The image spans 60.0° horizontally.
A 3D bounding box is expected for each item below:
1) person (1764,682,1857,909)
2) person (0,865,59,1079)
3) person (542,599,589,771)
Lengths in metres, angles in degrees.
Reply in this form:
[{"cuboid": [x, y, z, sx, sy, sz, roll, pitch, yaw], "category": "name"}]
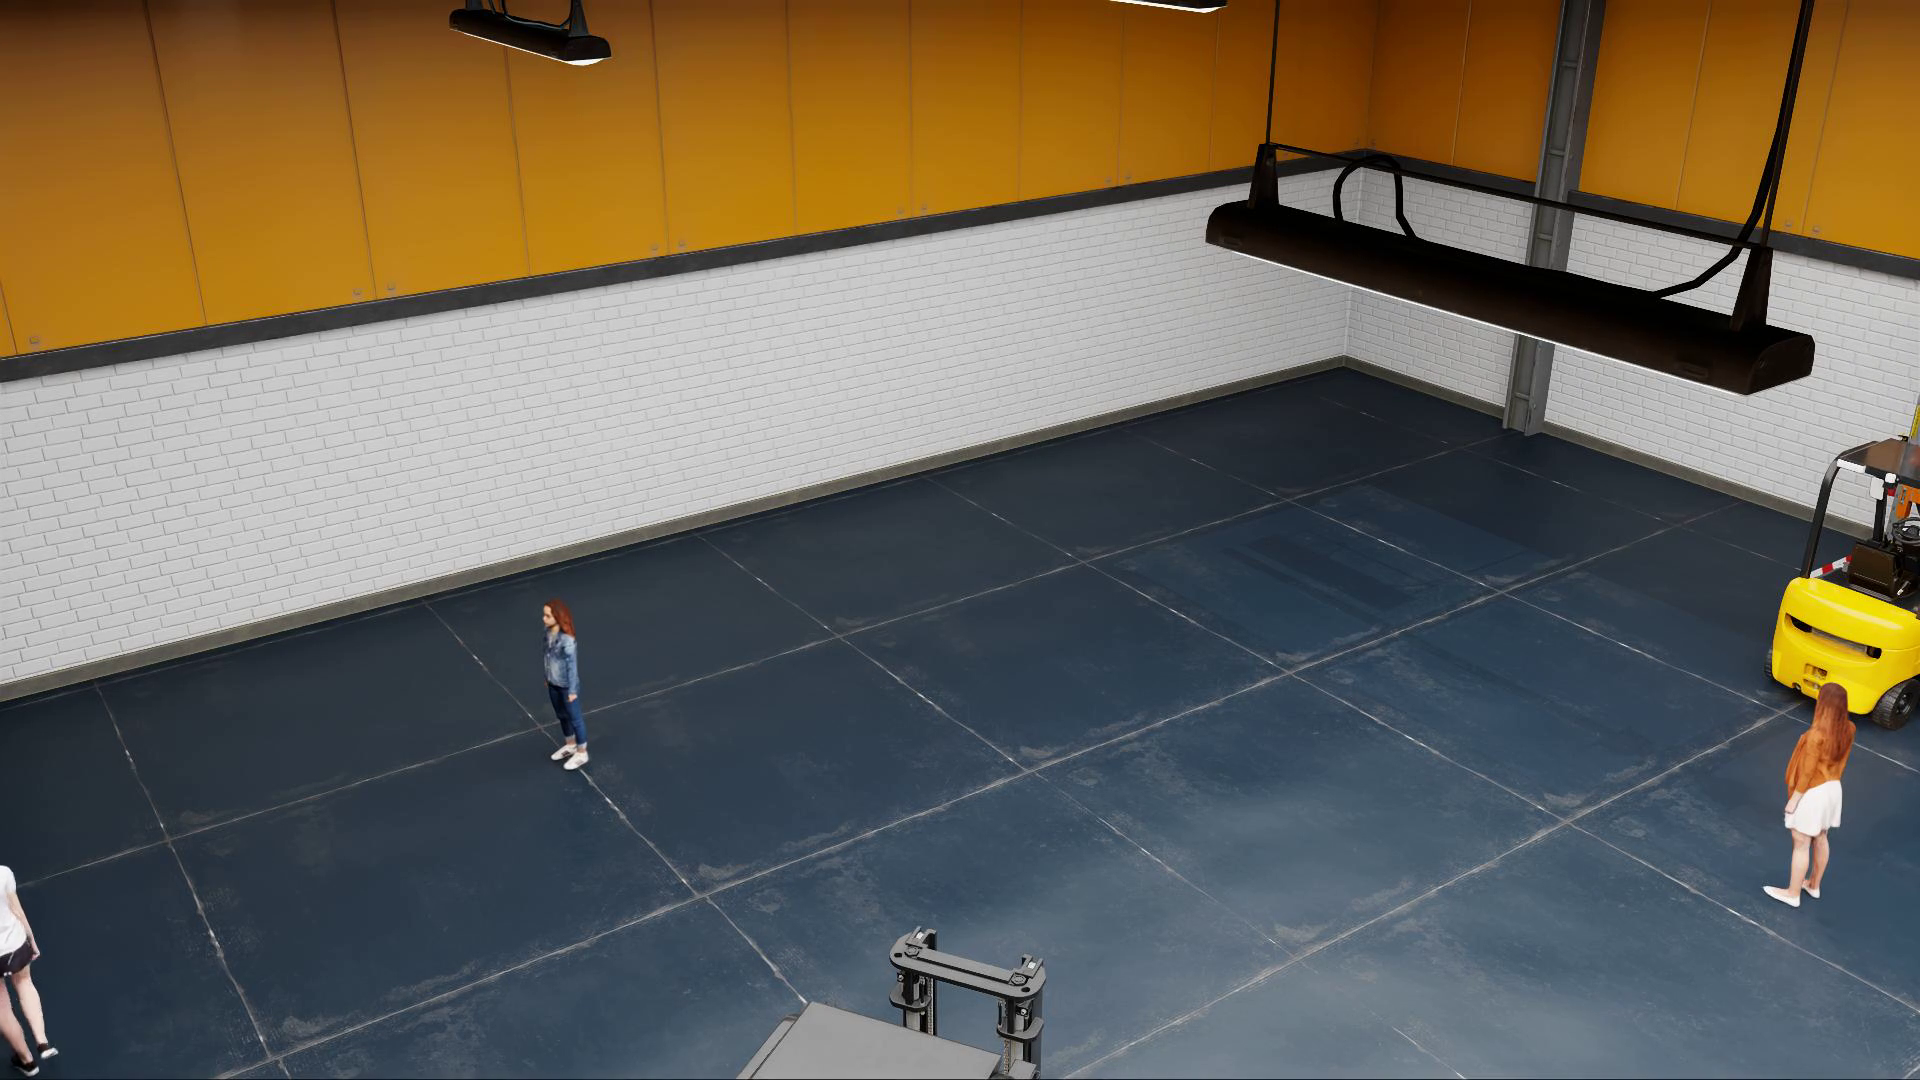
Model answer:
[{"cuboid": [6.061, 1.798, 11.757, 0.658, 1.719, 0.609, -11, 26, -24], "category": "person"}, {"cuboid": [-5.765, 2.537, 10.040, 0.749, 1.741, 0.663, 19, 30, 37], "category": "person"}, {"cuboid": [-3.217, 1.153, 13.538, 0.504, 1.475, 0.656, 19, 30, 37], "category": "person"}]
